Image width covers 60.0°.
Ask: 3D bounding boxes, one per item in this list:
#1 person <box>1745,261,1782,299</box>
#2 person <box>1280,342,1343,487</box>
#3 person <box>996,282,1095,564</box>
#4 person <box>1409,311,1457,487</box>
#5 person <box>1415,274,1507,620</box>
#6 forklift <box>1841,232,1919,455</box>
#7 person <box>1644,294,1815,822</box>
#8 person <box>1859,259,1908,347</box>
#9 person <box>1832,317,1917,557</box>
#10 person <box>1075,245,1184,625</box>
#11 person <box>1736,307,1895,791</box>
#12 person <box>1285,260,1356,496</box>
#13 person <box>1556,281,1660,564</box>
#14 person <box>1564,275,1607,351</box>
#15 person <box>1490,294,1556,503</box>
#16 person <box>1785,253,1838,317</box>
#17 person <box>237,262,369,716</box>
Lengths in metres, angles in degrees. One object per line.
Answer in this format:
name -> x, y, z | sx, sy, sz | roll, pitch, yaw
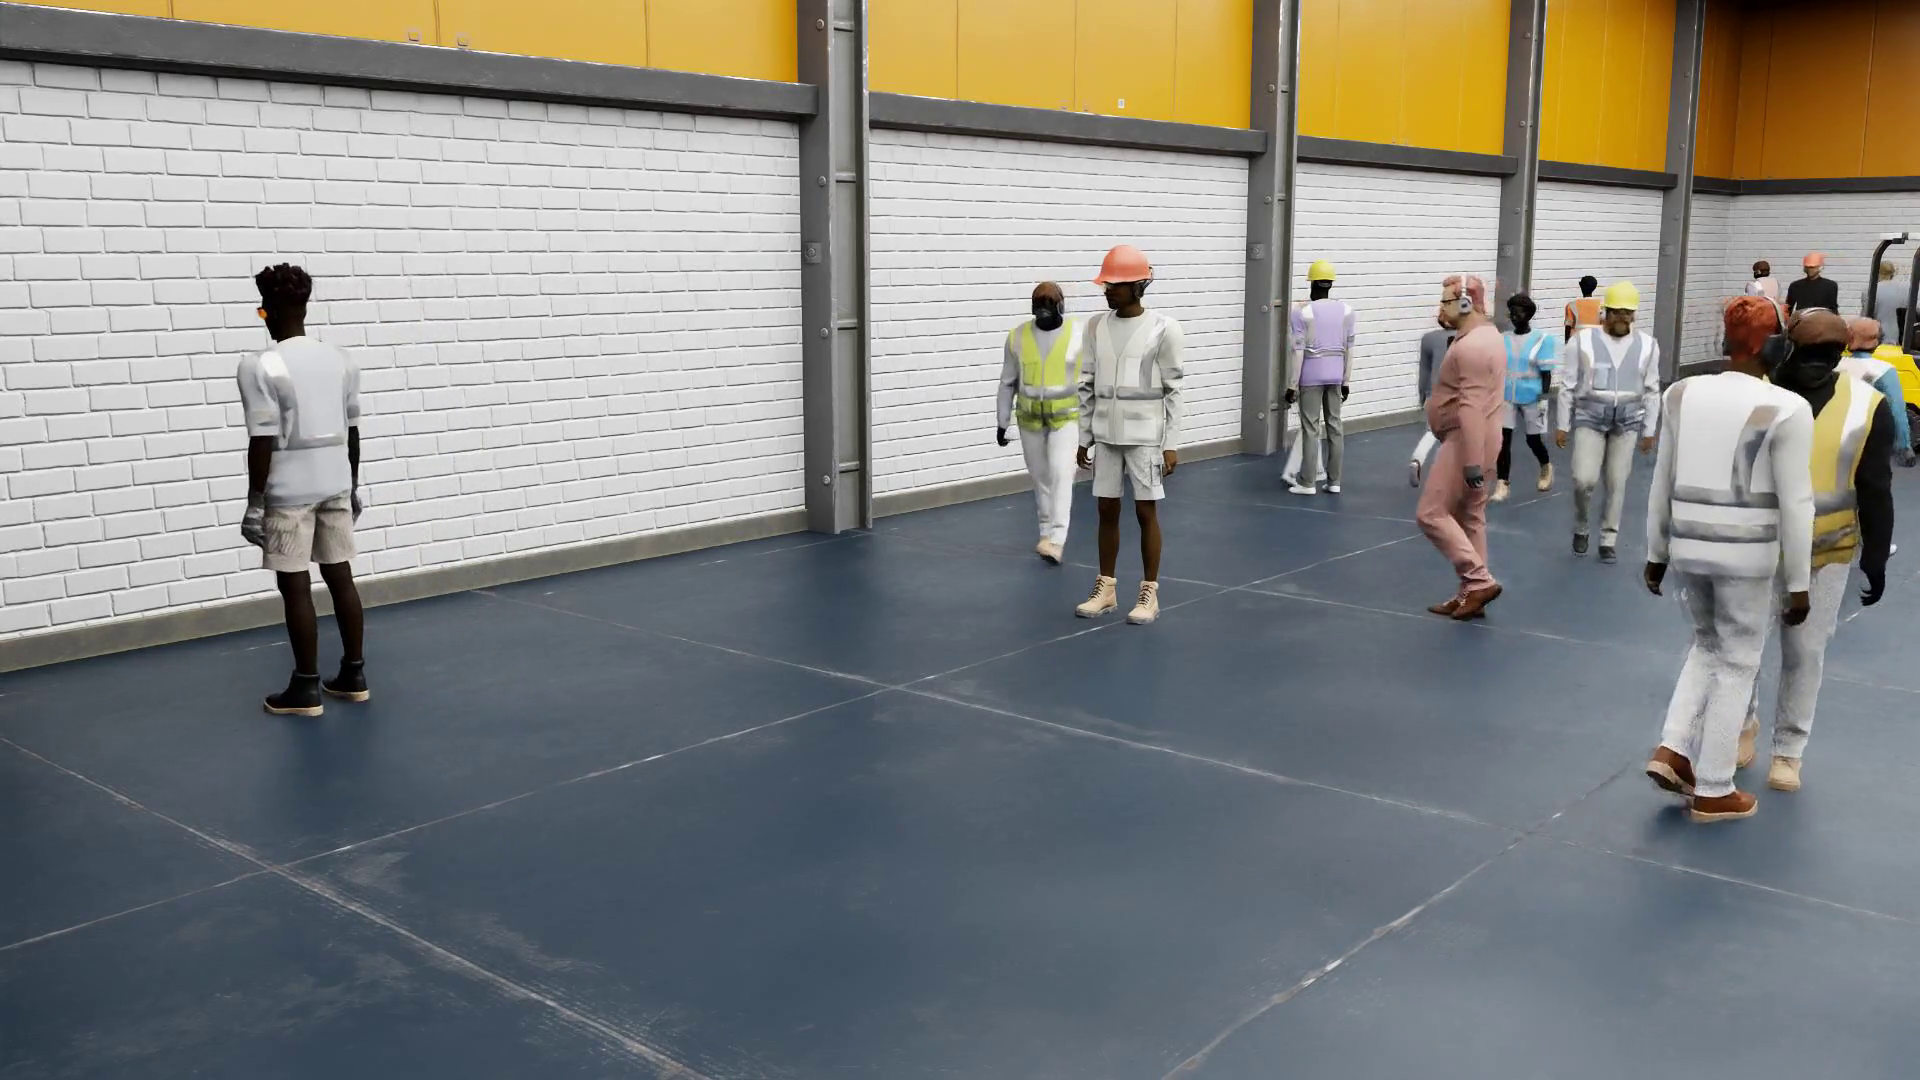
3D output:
person -> 11.831, -3.210, 24.661 | 0.625, 1.841, 0.429 | -4, 11, -22
person -> 2.968, -1.246, 14.160 | 0.814, 1.595, 0.495 | -8, 13, -40
person -> 0.541, -0.754, 10.776 | 0.661, 1.799, 0.914 | 3, 10, 18
person -> 3.962, -1.166, 13.642 | 0.503, 1.621, 0.520 | 9, 14, 42
person -> 2.719, -0.491, 9.035 | 0.425, 1.886, 0.631 | 5, 11, 26
forklift -> 9.955, -1.972, 16.595 | 2.313, 2.155, 1.214 | 1, 10, 8
person -> 2.727, 0.074, 5.868 | 0.416, 1.867, 0.610 | -5, 11, -26
person -> 10.917, -2.348, 19.603 | 0.640, 1.905, 0.865 | -3, 10, -15
person -> 5.596, -0.565, 10.262 | 0.862, 1.589, 0.552 | -3, 10, -17
person -> 0.892, -0.558, 8.983 | 0.615, 2.038, 0.387 | 7, 12, 33
person -> 3.089, 0.043, 6.209 | 0.661, 1.812, 0.434 | 5, 11, 25
person -> 2.944, -1.321, 13.645 | 0.585, 1.929, 0.370 | -3, 10, -18
person -> 4.168, -0.749, 10.694 | 0.621, 1.815, 0.424 | 1, 10, 8
person -> 7.725, -2.413, 20.545 | 0.532, 1.694, 0.320 | 3, 10, 16
person -> 4.548, -1.148, 13.388 | 0.535, 1.670, 0.683 | 8, 13, 39
person -> 11.171, -2.791, 21.934 | 0.654, 1.948, 0.959 | 9, 13, 41
person -> -2.867, -0.218, 7.258 | 0.365, 1.962, 0.613 | 5, 11, 27
